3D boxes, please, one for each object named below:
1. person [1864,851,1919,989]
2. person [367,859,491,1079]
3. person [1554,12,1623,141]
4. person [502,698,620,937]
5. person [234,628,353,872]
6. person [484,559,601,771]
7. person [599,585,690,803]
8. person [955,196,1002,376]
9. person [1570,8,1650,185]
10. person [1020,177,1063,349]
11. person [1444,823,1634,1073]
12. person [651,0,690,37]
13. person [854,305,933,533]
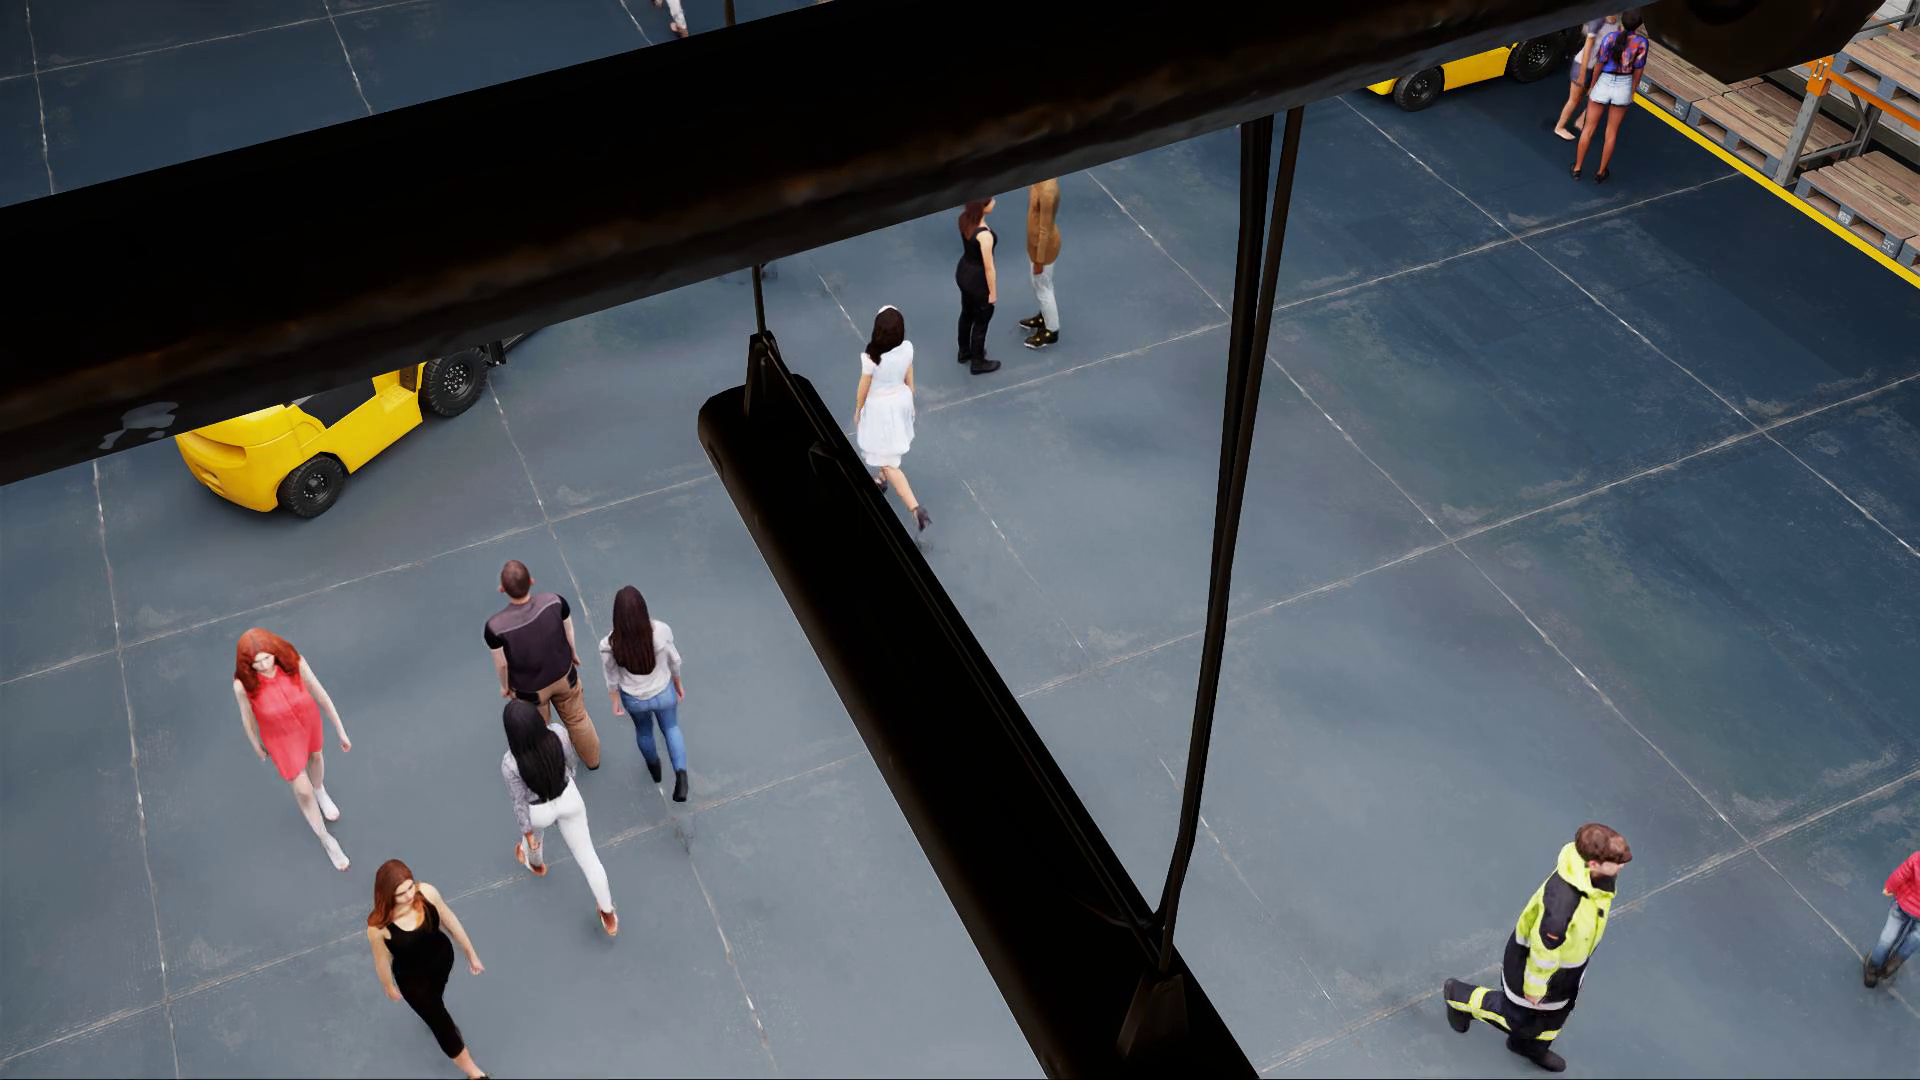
[{"bbox_3d":[5.237,2.058,9.099,0.594,1.309,0.680,24,48,23],"label":"person"},{"bbox_3d":[-2.849,2.170,8.701,1.131,1.696,0.890,29,51,27],"label":"person"},{"bbox_3d":[5.970,-4.547,15.818,0.622,1.604,0.659,-29,51,-27],"label":"person"},{"bbox_3d":[-2.243,1.556,9.355,0.798,1.682,1.208,-26,50,-25],"label":"person"},{"bbox_3d":[-3.941,1.078,9.771,0.774,1.800,0.965,-34,53,-31],"label":"person"},{"bbox_3d":[-2.522,0.812,10.020,0.718,1.842,0.645,-26,49,-25],"label":"person"},{"bbox_3d":[-1.854,0.991,9.998,0.643,1.613,0.853,-15,46,-15],"label":"person"},{"bbox_3d":[0.124,-2.053,13.138,0.646,1.689,0.500,-20,47,-20],"label":"person"},{"bbox_3d":[5.970,-4.097,15.244,0.658,1.743,0.725,16,46,16],"label":"person"},{"bbox_3d":[0.687,-2.386,13.397,0.757,1.814,0.596,-4,44,-4],"label":"person"},{"bbox_3d":[2.984,2.090,8.590,1.107,1.964,0.989,31,51,28],"label":"person"},{"bbox_3d":[-3.090,-6.188,17.371,0.951,1.837,1.318,-32,52,-29],"label":"person"},{"bbox_3d":[-0.470,-0.812,11.768,0.781,1.782,1.162,-25,49,-24],"label":"person"}]
